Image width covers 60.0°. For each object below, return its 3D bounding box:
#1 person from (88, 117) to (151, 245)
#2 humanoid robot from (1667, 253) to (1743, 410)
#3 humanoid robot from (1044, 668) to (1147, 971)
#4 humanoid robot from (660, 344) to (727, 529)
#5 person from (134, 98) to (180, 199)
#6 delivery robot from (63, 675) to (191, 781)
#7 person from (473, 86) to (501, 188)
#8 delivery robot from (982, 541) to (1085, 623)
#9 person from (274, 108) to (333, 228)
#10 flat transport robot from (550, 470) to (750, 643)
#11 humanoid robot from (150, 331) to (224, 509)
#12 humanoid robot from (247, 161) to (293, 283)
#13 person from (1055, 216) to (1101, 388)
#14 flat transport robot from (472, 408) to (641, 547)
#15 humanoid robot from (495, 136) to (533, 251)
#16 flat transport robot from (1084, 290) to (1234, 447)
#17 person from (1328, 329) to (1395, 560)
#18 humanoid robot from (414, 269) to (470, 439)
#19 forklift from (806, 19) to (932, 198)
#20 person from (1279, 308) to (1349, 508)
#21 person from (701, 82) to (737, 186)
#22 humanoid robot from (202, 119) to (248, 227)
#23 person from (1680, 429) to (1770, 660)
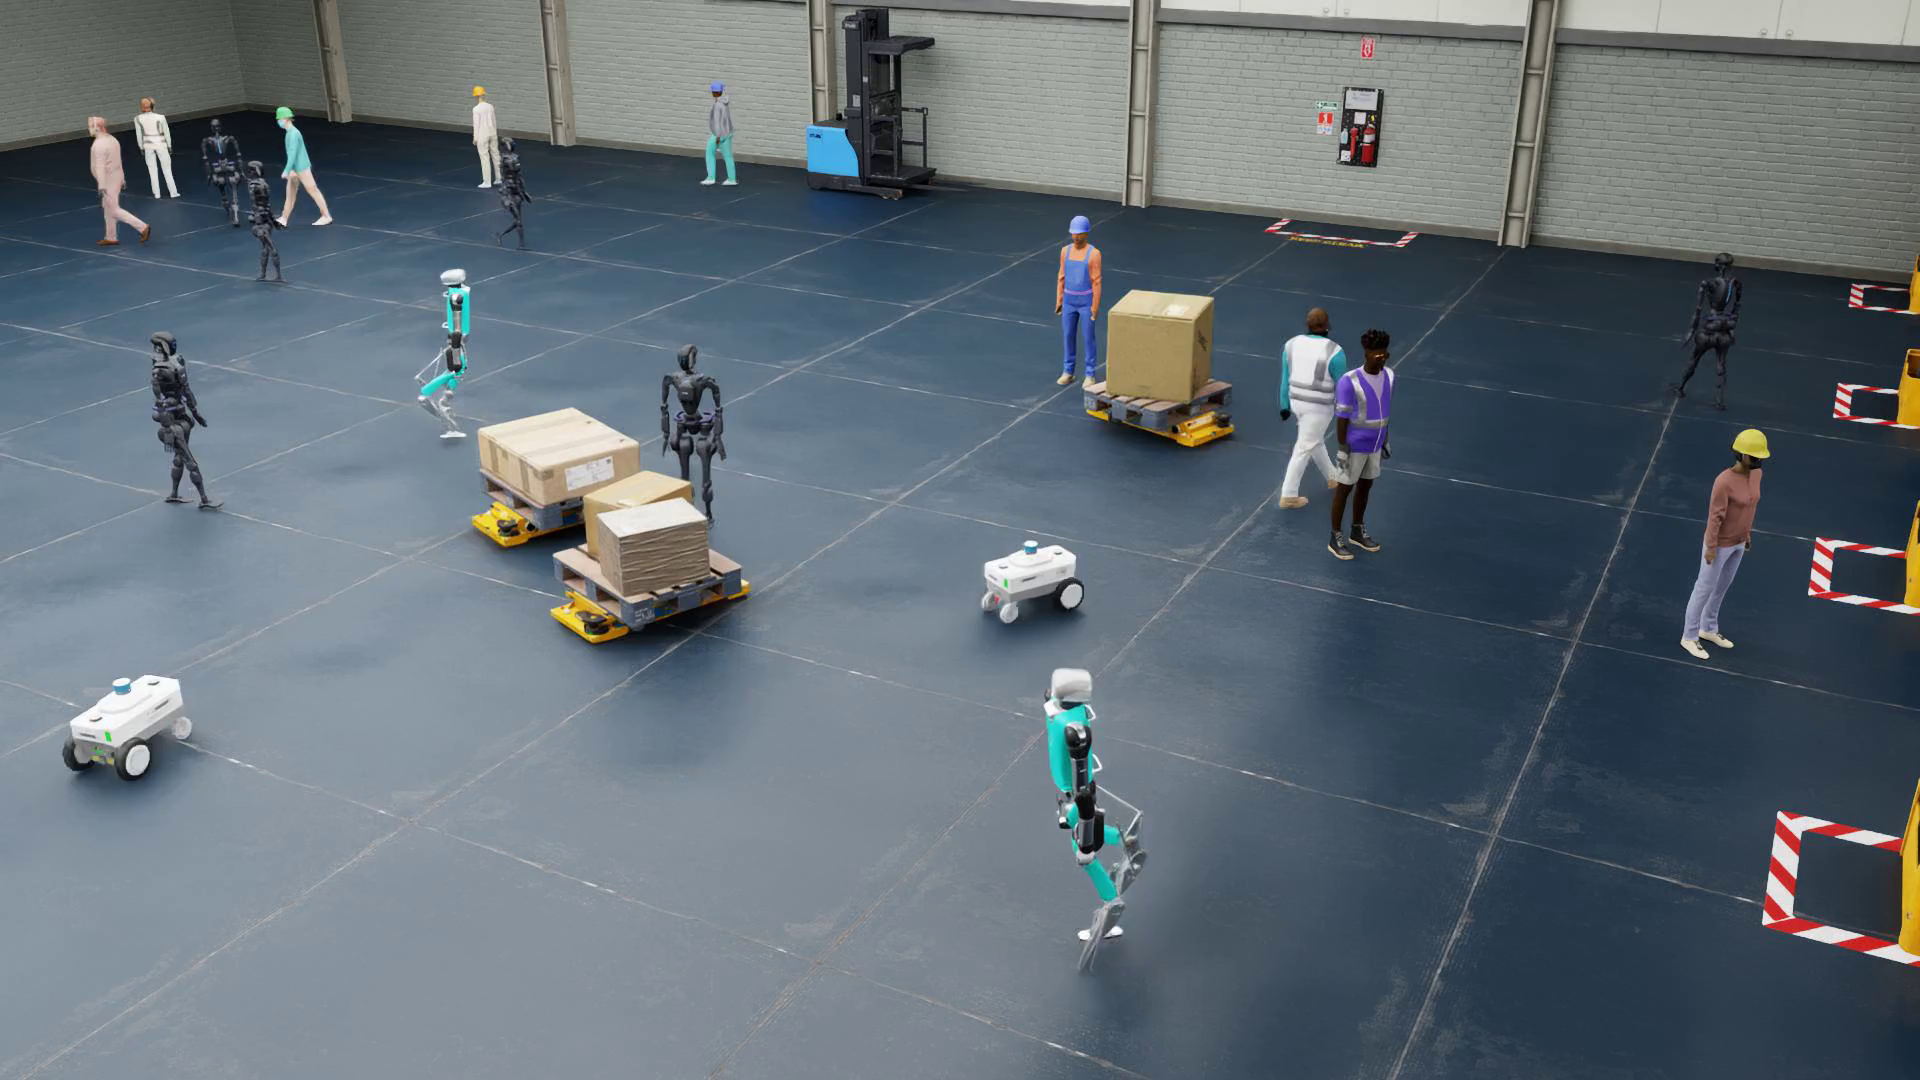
[{"bbox_3d":[-12.375,-5.230,24.293,0.789,1.882,0.650,-4,24,-8],"label":"person"},{"bbox_3d":[7.963,-2.248,17.638,0.601,1.631,0.713,-6,24,-14],"label":"humanoid robot"},{"bbox_3d":[0.802,1.505,8.873,0.748,1.831,0.535,-5,24,-11],"label":"humanoid robot"},{"bbox_3d":[-2.319,-0.908,14.500,0.591,1.655,0.324,3,23,7],"label":"humanoid robot"},{"bbox_3d":[-13.283,-6.461,27.468,0.514,1.636,0.313,-4,24,-9],"label":"person"},{"bbox_3d":[-5.490,1.193,10.998,0.499,0.575,0.750,7,24,16],"label":"delivery robot"},{"bbox_3d":[-8.076,-6.853,28.315,0.326,1.690,0.473,16,28,33],"label":"person"},{"bbox_3d":[0.573,0.300,13.114,0.794,0.603,0.499,-14,27,-29],"label":"delivery robot"},{"bbox_3d":[-10.180,-5.669,25.397,0.982,1.809,0.493,-14,27,-30],"label":"person"},{"bbox_3d":[-2.434,0.439,13.140,1.431,0.231,0.659,-19,30,-37],"label":"flat transport robot"},{"bbox_3d":[-6.984,-1.085,14.931,0.627,1.638,0.588,1,23,2],"label":"humanoid robot"},{"bbox_3d":[-9.295,-4.271,22.340,0.604,1.641,0.601,-1,23,-2],"label":"humanoid robot"},{"bbox_3d":[1.292,-2.595,18.136,0.520,1.903,0.379,12,26,26],"label":"person"},{"bbox_3d":[-3.554,-0.290,14.839,1.431,0.231,0.659,-18,29,-36],"label":"flat transport robot"},{"bbox_3d":[-6.557,-5.031,24.115,0.652,1.629,0.585,6,24,14],"label":"humanoid robot"},{"bbox_3d":[2.043,-1.280,17.144,0.659,0.231,1.431,-21,31,-40],"label":"flat transport robot"},{"bbox_3d":[3.373,-0.814,13.909,0.600,1.966,0.369,-14,27,-29],"label":"person"},{"bbox_3d":[-5.141,-1.734,16.464,0.731,1.877,0.535,-4,24,-10],"label":"humanoid robot"},{"bbox_3d":[-1.573,-7.292,27.850,1.873,2.768,1.129,12,26,25],"label":"forklift"},{"bbox_3d":[3.258,-1.211,15.063,0.987,1.772,0.642,-15,27,-31],"label":"person"},{"bbox_3d":[-4.178,-6.930,28.420,0.720,1.748,0.574,7,24,16],"label":"person"},{"bbox_3d":[-11.316,-5.653,25.609,0.587,1.631,0.782,-9,25,-19],"label":"humanoid robot"},{"bbox_3d":[5.660,0.018,12.223,0.532,1.766,0.326,-15,28,-31],"label":"person"}]
